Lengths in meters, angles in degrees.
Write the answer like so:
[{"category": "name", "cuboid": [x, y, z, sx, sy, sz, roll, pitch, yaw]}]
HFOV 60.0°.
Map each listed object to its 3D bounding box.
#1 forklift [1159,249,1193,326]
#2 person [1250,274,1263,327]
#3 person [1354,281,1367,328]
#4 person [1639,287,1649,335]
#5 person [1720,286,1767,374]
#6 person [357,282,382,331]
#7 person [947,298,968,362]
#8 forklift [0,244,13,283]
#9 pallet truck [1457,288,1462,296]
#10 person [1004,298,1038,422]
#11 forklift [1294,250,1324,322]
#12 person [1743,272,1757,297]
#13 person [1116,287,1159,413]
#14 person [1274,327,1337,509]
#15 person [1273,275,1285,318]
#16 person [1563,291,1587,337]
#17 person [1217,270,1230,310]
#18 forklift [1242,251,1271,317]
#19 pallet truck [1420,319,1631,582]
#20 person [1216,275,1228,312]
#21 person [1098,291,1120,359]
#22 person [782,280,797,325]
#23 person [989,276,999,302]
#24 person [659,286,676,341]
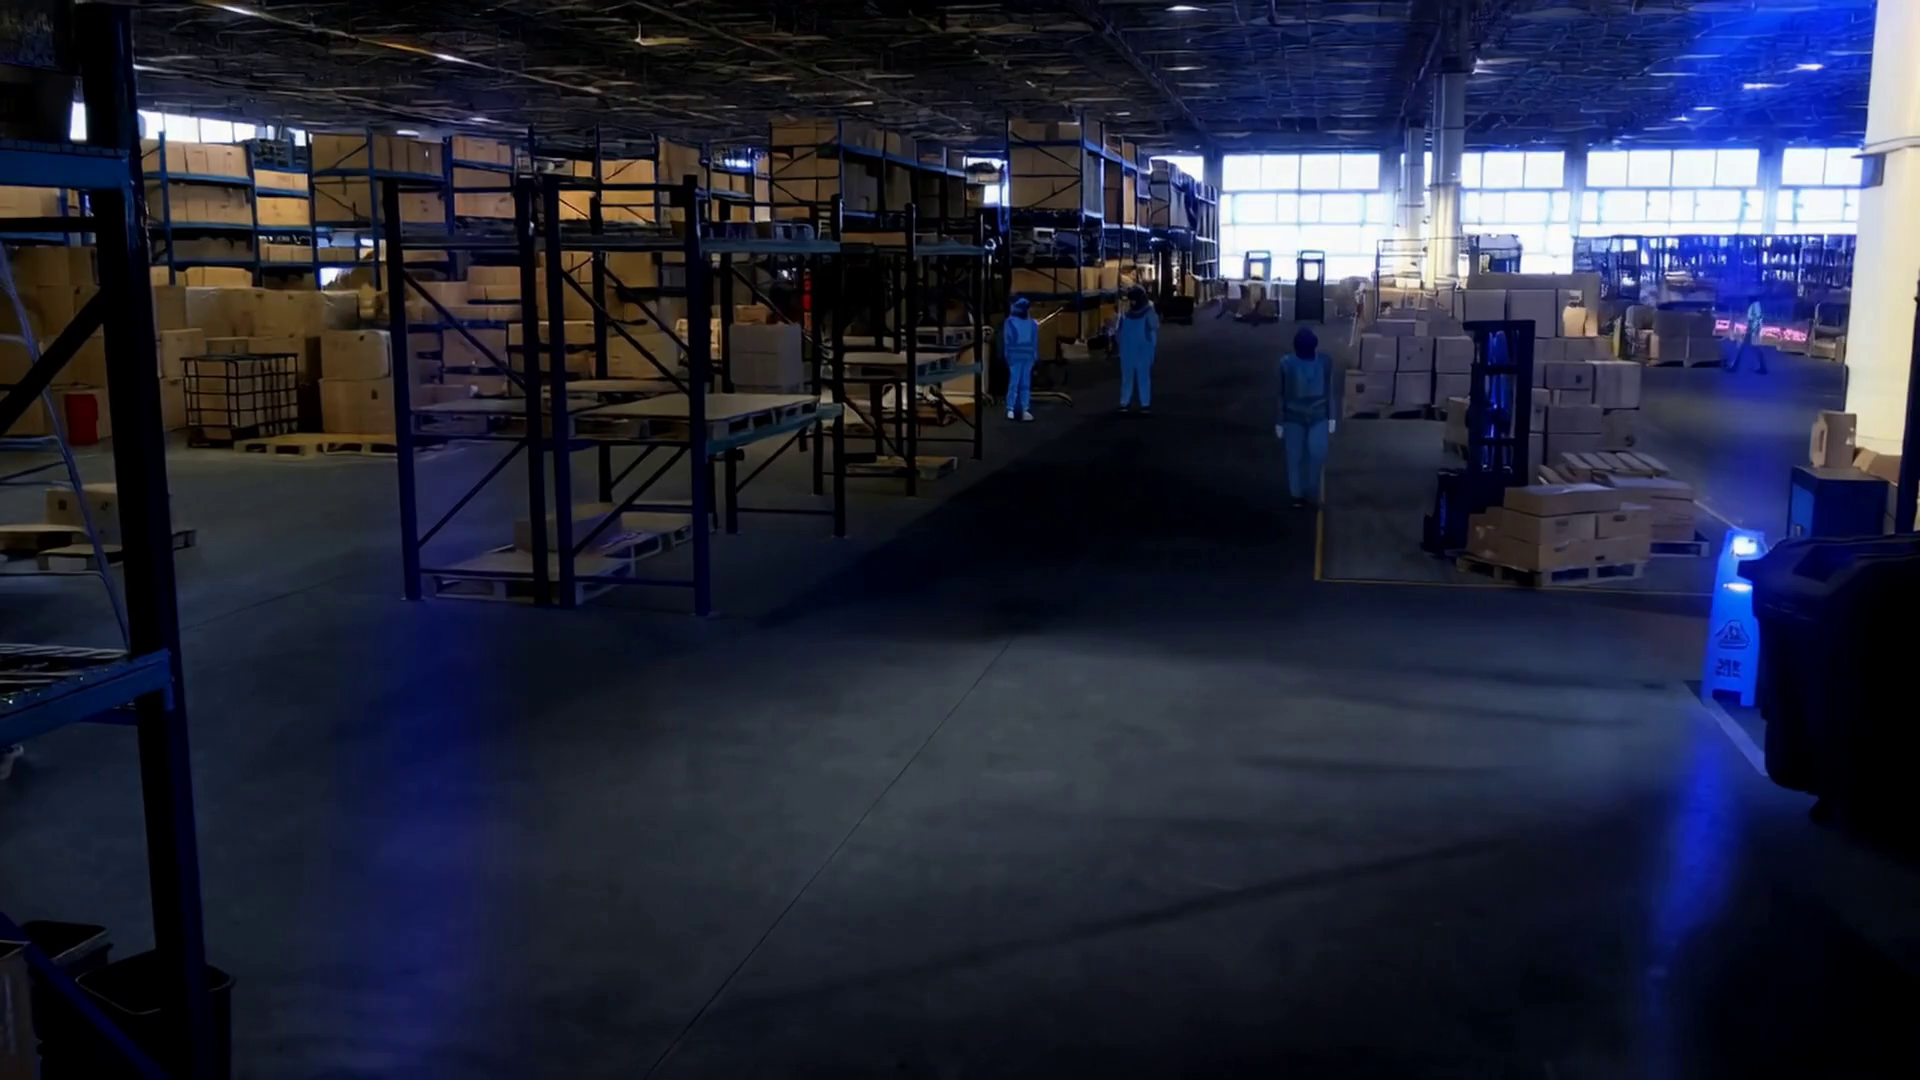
[{"category": "forklift", "cuboid": [7.646, -9.320, 61.395, 1.873, 2.768, 1.129, 2, 10, 11]}, {"category": "person", "cuboid": [10.900, -8.783, 61.036, 0.585, 1.921, 0.564, -4, 11, -25]}, {"category": "person", "cuboid": [14.364, -8.437, 59.671, 0.539, 1.696, 0.320, -8, 12, -39]}, {"category": "person", "cuboid": [20.640, -6.818, 50.265, 0.288, 1.634, 0.499, 6, 11, 31]}, {"category": "person", "cuboid": [16.984, -4.507, 35.822, 0.972, 1.884, 0.571, 1, 10, 6]}, {"category": "person", "cuboid": [-14.752, -5.487, 41.574, 0.587, 1.911, 0.397, -4, 11, -25]}, {"category": "person", "cuboid": [-0.023, -4.488, 36.491, 0.552, 1.616, 0.534, -9, 13, -43]}, {"category": "forklift", "cuboid": [-21.965, -5.359, 37.942, 1.873, 2.768, 1.129, 2, 10, 12]}, {"category": "pallet truck", "cuboid": [20.506, -9.785, 68.819, 0.653, 1.274, 1.630, 2, 10, 12]}, {"category": "person", "cuboid": [0.934, -2.746, 25.412, 0.584, 1.882, 0.339, -5, 11, -28]}, {"category": "forklift", "cuboid": [13.778, -10.002, 65.433, 1.129, 2.768, 1.873, 2, 10, 12]}, {"category": "person", "cuboid": [34.193, -10.640, 72.083, 0.615, 1.914, 0.851, -3, 10, -19]}, {"category": "person", "cuboid": [2.832, -3.079, 26.919, 0.690, 2.000, 0.538, 5, 11, 27]}, {"category": "person", "cuboid": [3.404, -1.197, 16.458, 0.649, 1.809, 0.558, 0, 10, -1]}, {"category": "person", "cuboid": [13.445, -10.277, 70.207, 0.404, 1.823, 0.590, -7, 12, -36]}, {"category": "person", "cuboid": [11.920, -3.898, 32.323, 0.504, 1.857, 0.405, 9, 13, 43]}, {"category": "person", "cuboid": [12.907, -12.273, 81.570, 0.631, 1.971, 0.801, 2, 10, 10]}, {"category": "forklift", "cuboid": [12.309, -10.561, 68.745, 1.129, 2.768, 1.873, 2, 10, 12]}, {"category": "pallet truck", "cuboid": [4.543, -0.757, 13.299, 0.823, 1.965, 1.885, -4, 10, -22]}, {"category": "person", "cuboid": [12.331, -11.619, 78.347, 0.544, 1.736, 0.743, 2, 10, 11]}, {"category": "person", "cuboid": [3.713, -5.372, 41.557, 0.644, 1.677, 0.460, 6, 11, 31]}, {"category": "person", "cuboid": [-4.147, -5.500, 41.514, 0.736, 1.956, 0.606, 1, 10, 6]}, {"category": "person", "cuboid": [2.213, -14.725, 96.178, 1.002, 1.954, 0.617, -1, 10, -4]}, {"category": "person", "cuboid": [-7.547, -5.661, 42.963, 0.978, 1.791, 0.648, 0, 10, -1]}]
